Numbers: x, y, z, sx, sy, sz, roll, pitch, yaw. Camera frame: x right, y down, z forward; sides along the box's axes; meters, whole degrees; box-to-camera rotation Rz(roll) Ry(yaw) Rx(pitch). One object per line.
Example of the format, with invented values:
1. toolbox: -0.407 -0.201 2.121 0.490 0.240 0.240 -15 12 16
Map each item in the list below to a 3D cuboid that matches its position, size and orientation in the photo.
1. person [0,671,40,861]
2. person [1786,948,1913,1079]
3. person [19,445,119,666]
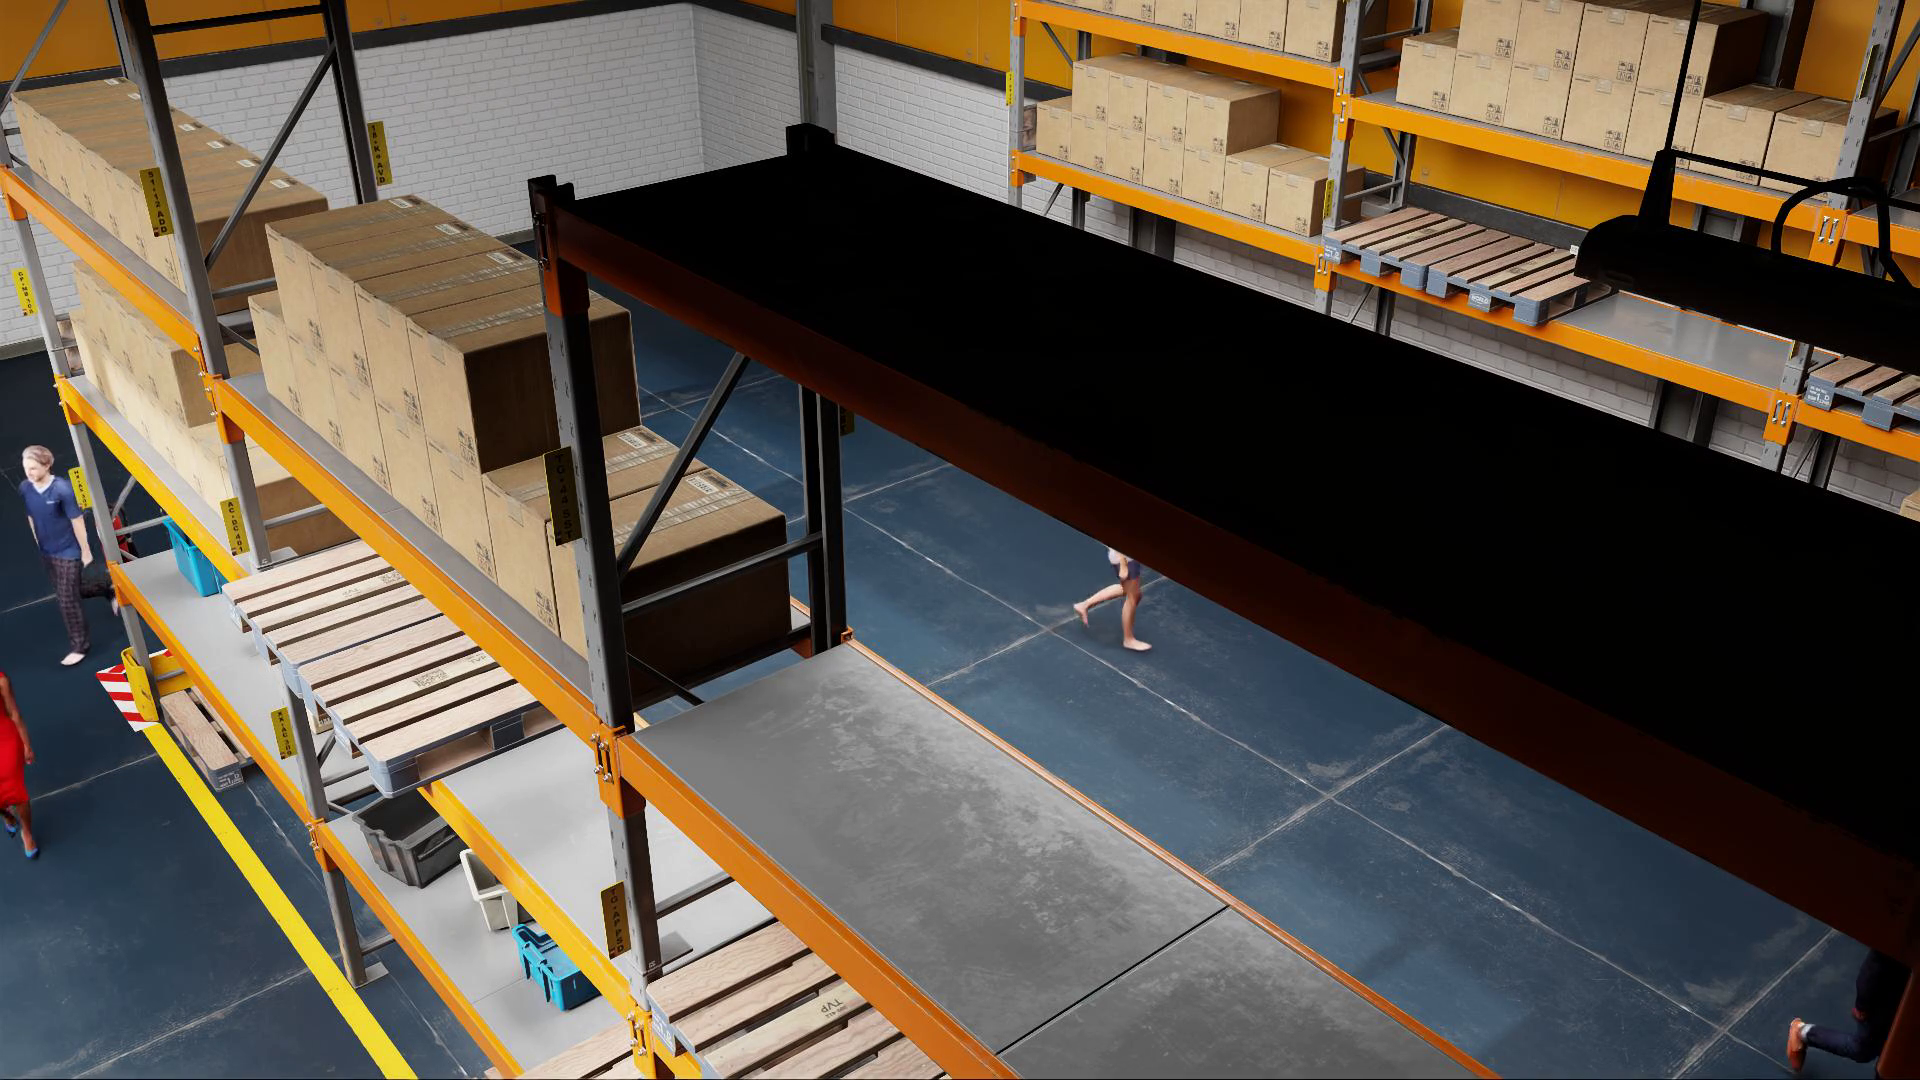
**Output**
1. person: -6.462 1.368 11.119 0.642 1.730 0.719 -16 32 -27
2. person: 5.052 2.422 9.112 0.897 1.800 1.118 -12 31 -21
3. person: -7.168 0.056 13.407 1.099 1.842 1.075 8 30 13
